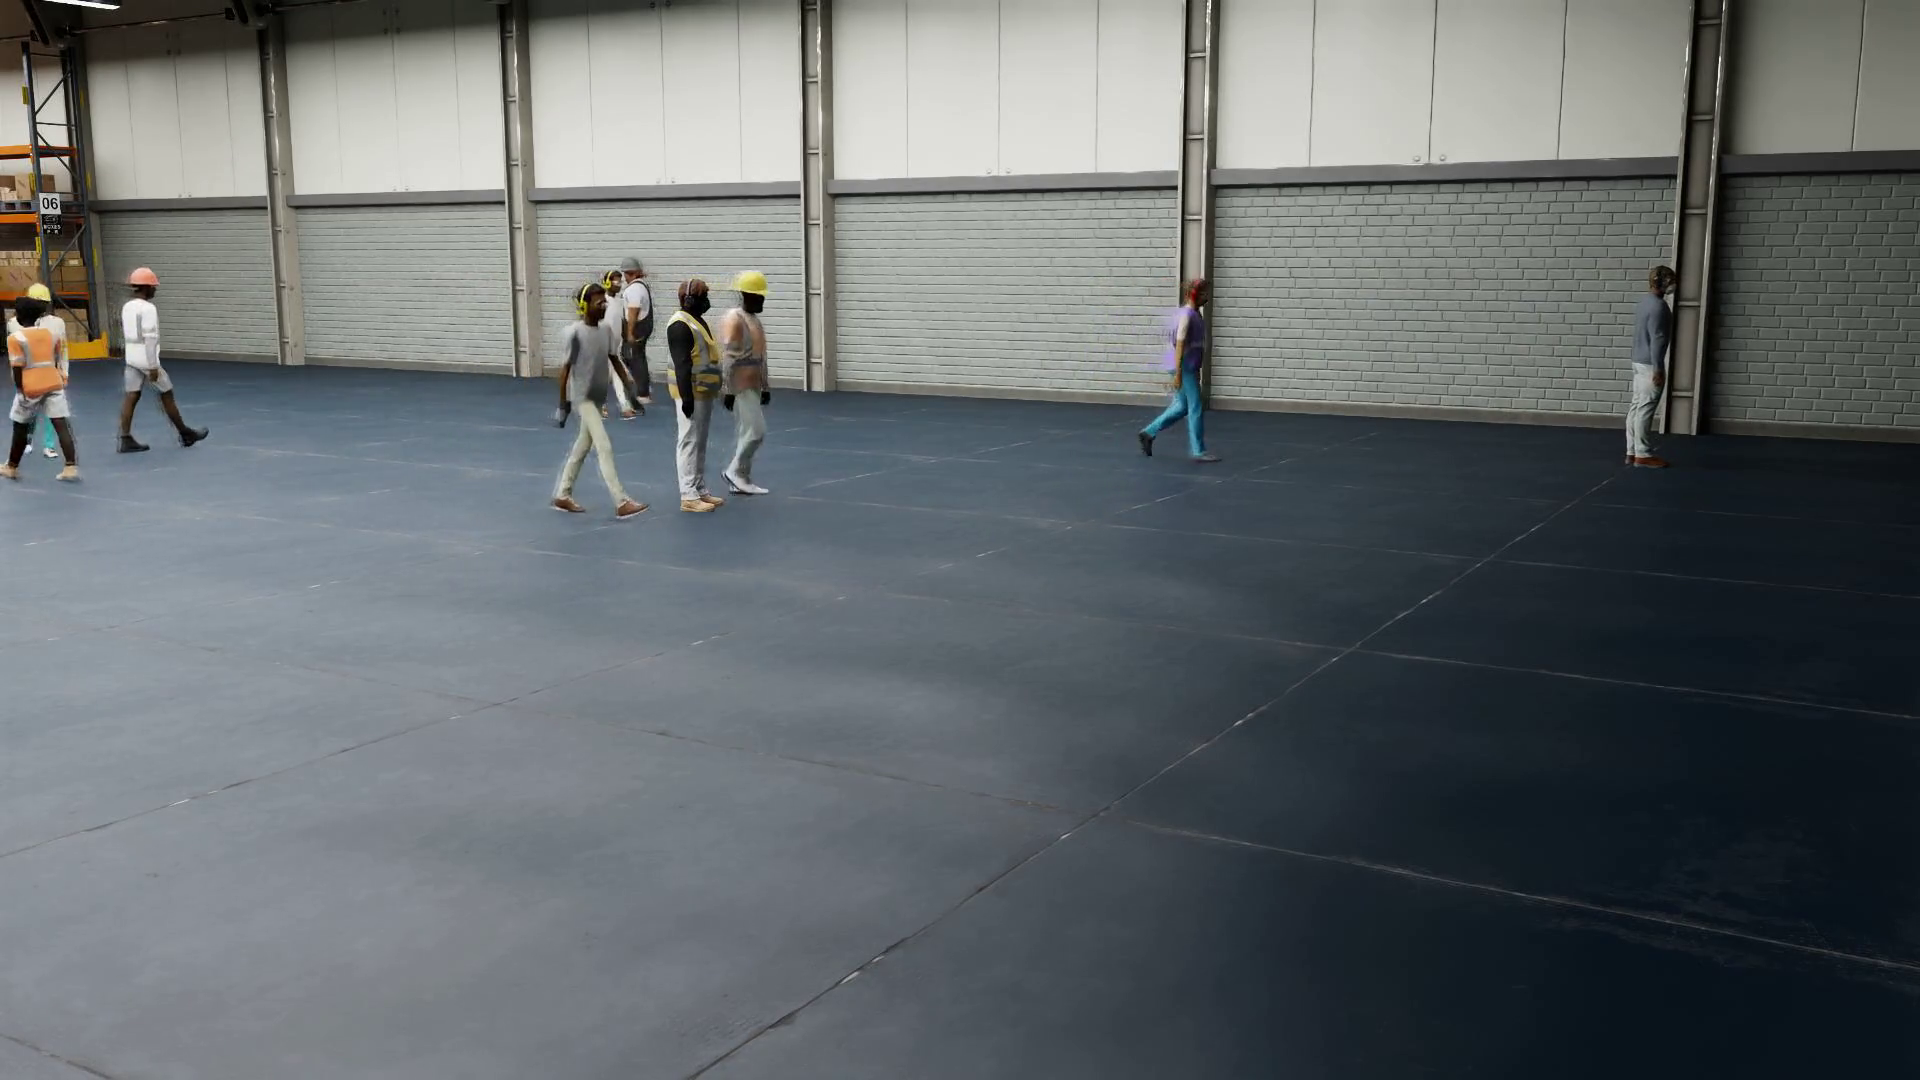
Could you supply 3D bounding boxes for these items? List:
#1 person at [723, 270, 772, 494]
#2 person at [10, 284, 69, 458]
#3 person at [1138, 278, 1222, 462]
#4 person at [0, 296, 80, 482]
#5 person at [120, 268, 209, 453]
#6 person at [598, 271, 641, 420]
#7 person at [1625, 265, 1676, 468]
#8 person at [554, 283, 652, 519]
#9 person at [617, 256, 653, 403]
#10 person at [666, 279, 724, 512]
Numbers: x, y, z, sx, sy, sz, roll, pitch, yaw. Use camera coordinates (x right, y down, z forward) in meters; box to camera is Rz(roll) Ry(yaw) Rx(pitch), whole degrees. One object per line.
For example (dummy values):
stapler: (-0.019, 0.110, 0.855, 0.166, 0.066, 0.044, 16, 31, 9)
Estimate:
person: (-1.760, -1.301, 13.953, 0.463, 1.900, 0.708, 3, 10, 16)
person: (-9.224, -1.694, 16.689, 0.441, 1.743, 0.540, 9, 13, 42)
person: (2.186, -1.674, 16.408, 0.785, 1.813, 0.593, 3, 10, 16)
person: (-8.304, -1.347, 14.914, 0.875, 1.650, 0.535, 5, 11, 25)
person: (-8.391, -1.871, 17.325, 0.569, 1.888, 0.957, 6, 12, 32)
person: (-4.215, -2.391, 20.535, 0.908, 1.829, 0.545, 4, 10, 22)
person: (6.650, -1.668, 16.013, 0.372, 1.936, 0.629, 2, 10, 9)
person: (-2.827, -1.071, 12.891, 1.007, 1.814, 0.512, 4, 10, 22)
person: (-4.484, -2.882, 22.812, 0.538, 2.000, 0.696, 0, 10, -3)
person: (-2.098, -1.151, 13.260, 0.429, 1.844, 0.625, 1, 10, 6)
